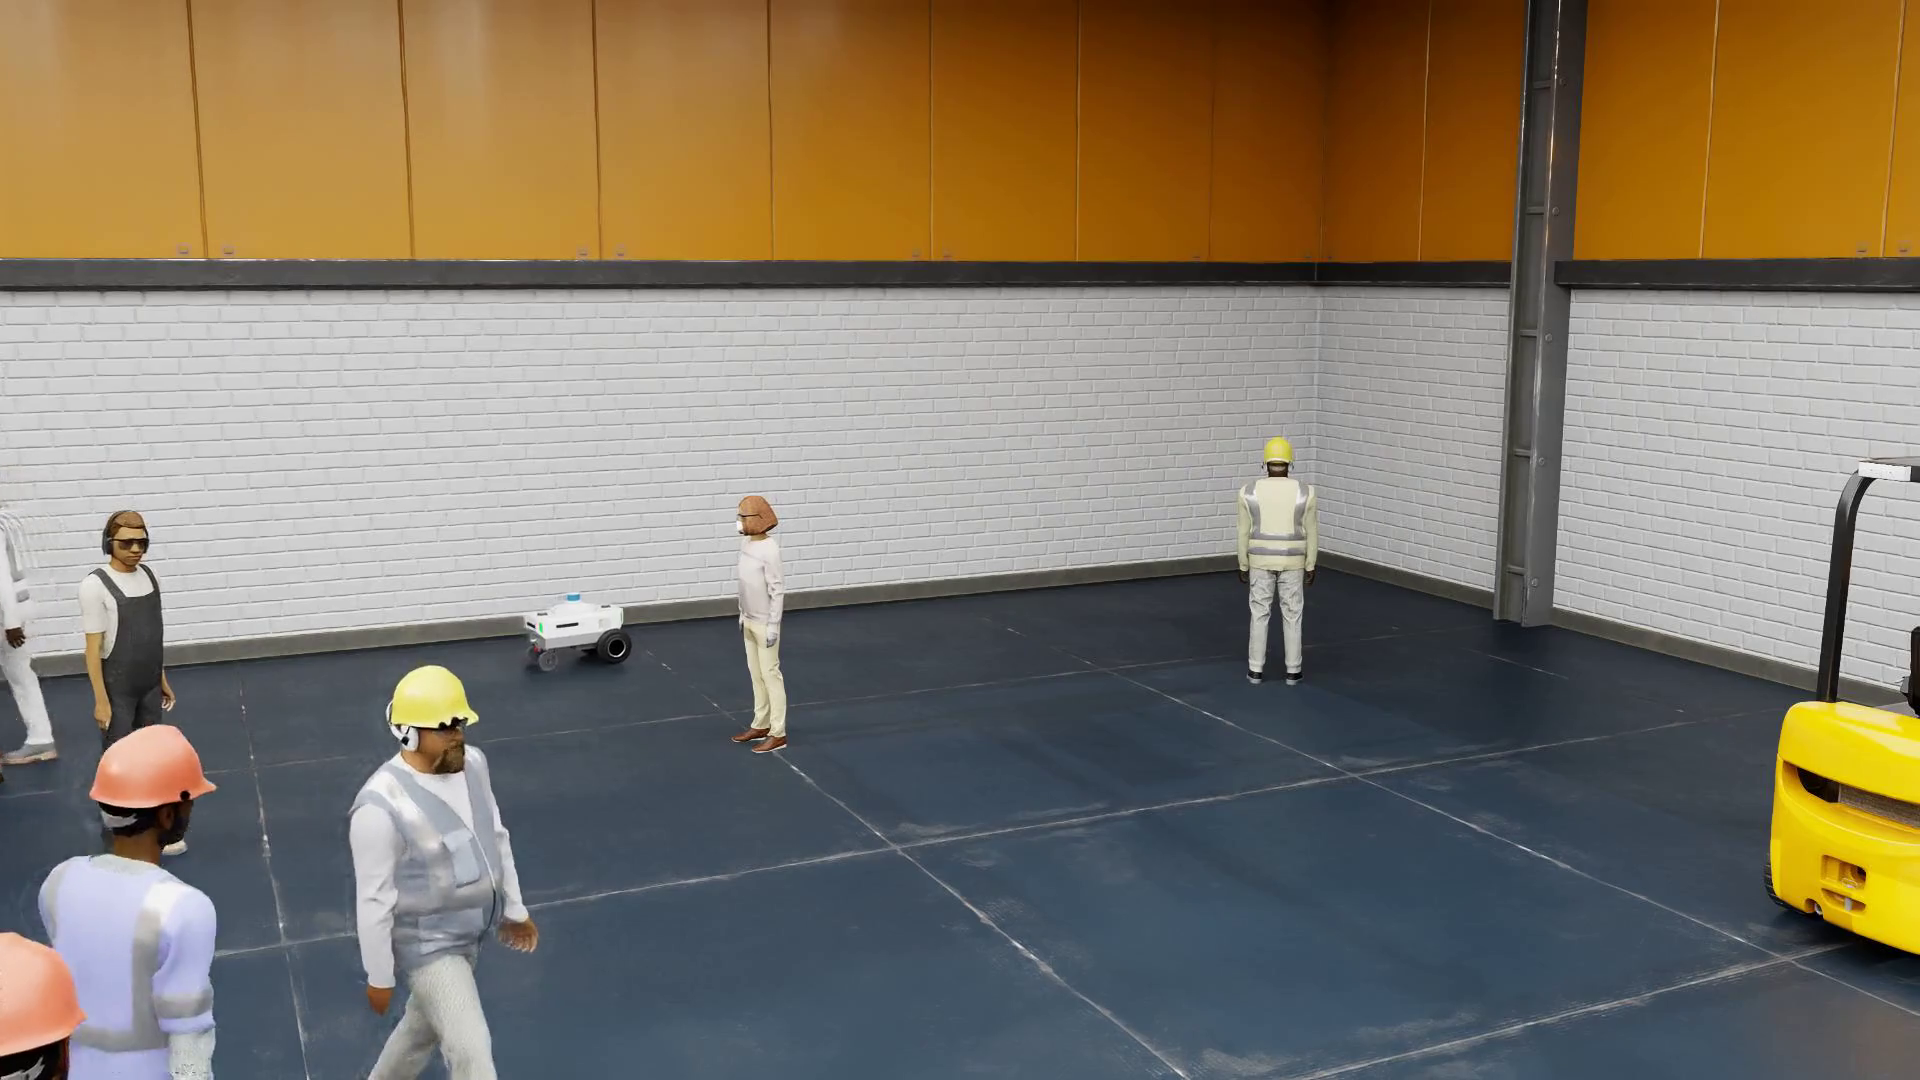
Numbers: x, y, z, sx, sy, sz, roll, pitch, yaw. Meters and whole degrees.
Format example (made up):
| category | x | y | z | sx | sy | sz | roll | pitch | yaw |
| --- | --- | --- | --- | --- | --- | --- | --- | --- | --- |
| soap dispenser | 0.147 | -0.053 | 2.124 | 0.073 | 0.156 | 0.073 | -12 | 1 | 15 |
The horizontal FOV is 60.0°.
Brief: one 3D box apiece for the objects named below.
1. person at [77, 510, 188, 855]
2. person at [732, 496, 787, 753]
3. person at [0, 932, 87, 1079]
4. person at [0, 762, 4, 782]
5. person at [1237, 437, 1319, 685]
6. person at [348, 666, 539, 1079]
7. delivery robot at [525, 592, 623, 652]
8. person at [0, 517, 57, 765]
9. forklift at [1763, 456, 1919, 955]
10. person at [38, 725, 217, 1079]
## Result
| category | x | y | z | sx | sy | sz | roll | pitch | yaw |
| --- | --- | --- | --- | --- | --- | --- | --- | --- | --- |
| person | -4.220 | 0.759 | 8.476 | 0.342 | 1.842 | 0.506 | 2 | 9 | 14 |
| person | -1.276 | 0.526 | 10.562 | 0.265 | 1.632 | 0.507 | -5 | 11 | -30 |
| person | -1.560 | 1.618 | 2.870 | 0.542 | 1.931 | 0.376 | -9 | 13 | -44 |
| person | -5.903 | 0.590 | 9.488 | 0.771 | 1.864 | 0.801 | 8 | 12 | 39 |
| person | 2.332 | 0.155 | 12.239 | 0.590 | 1.836 | 0.404 | 2 | 9 | 11 |
| person | -1.729 | 1.273 | 5.465 | 0.914 | 1.797 | 0.592 | 3 | 9 | 15 |
| delivery robot | -2.984 | 0.646 | 12.867 | 0.707 | 0.478 | 0.477 | -6 | 11 | -34 |
| person | -5.968 | 0.483 | 10.141 | 0.762 | 1.852 | 0.596 | -6 | 11 | -31 |
| forklift | 4.857 | 0.731 | 7.561 | 2.313 | 2.155 | 1.214 | -4 | 10 | -25 |
| person | -2.115 | 1.420 | 4.230 | 0.548 | 1.899 | 0.942 | 3 | 10 | 18 |
